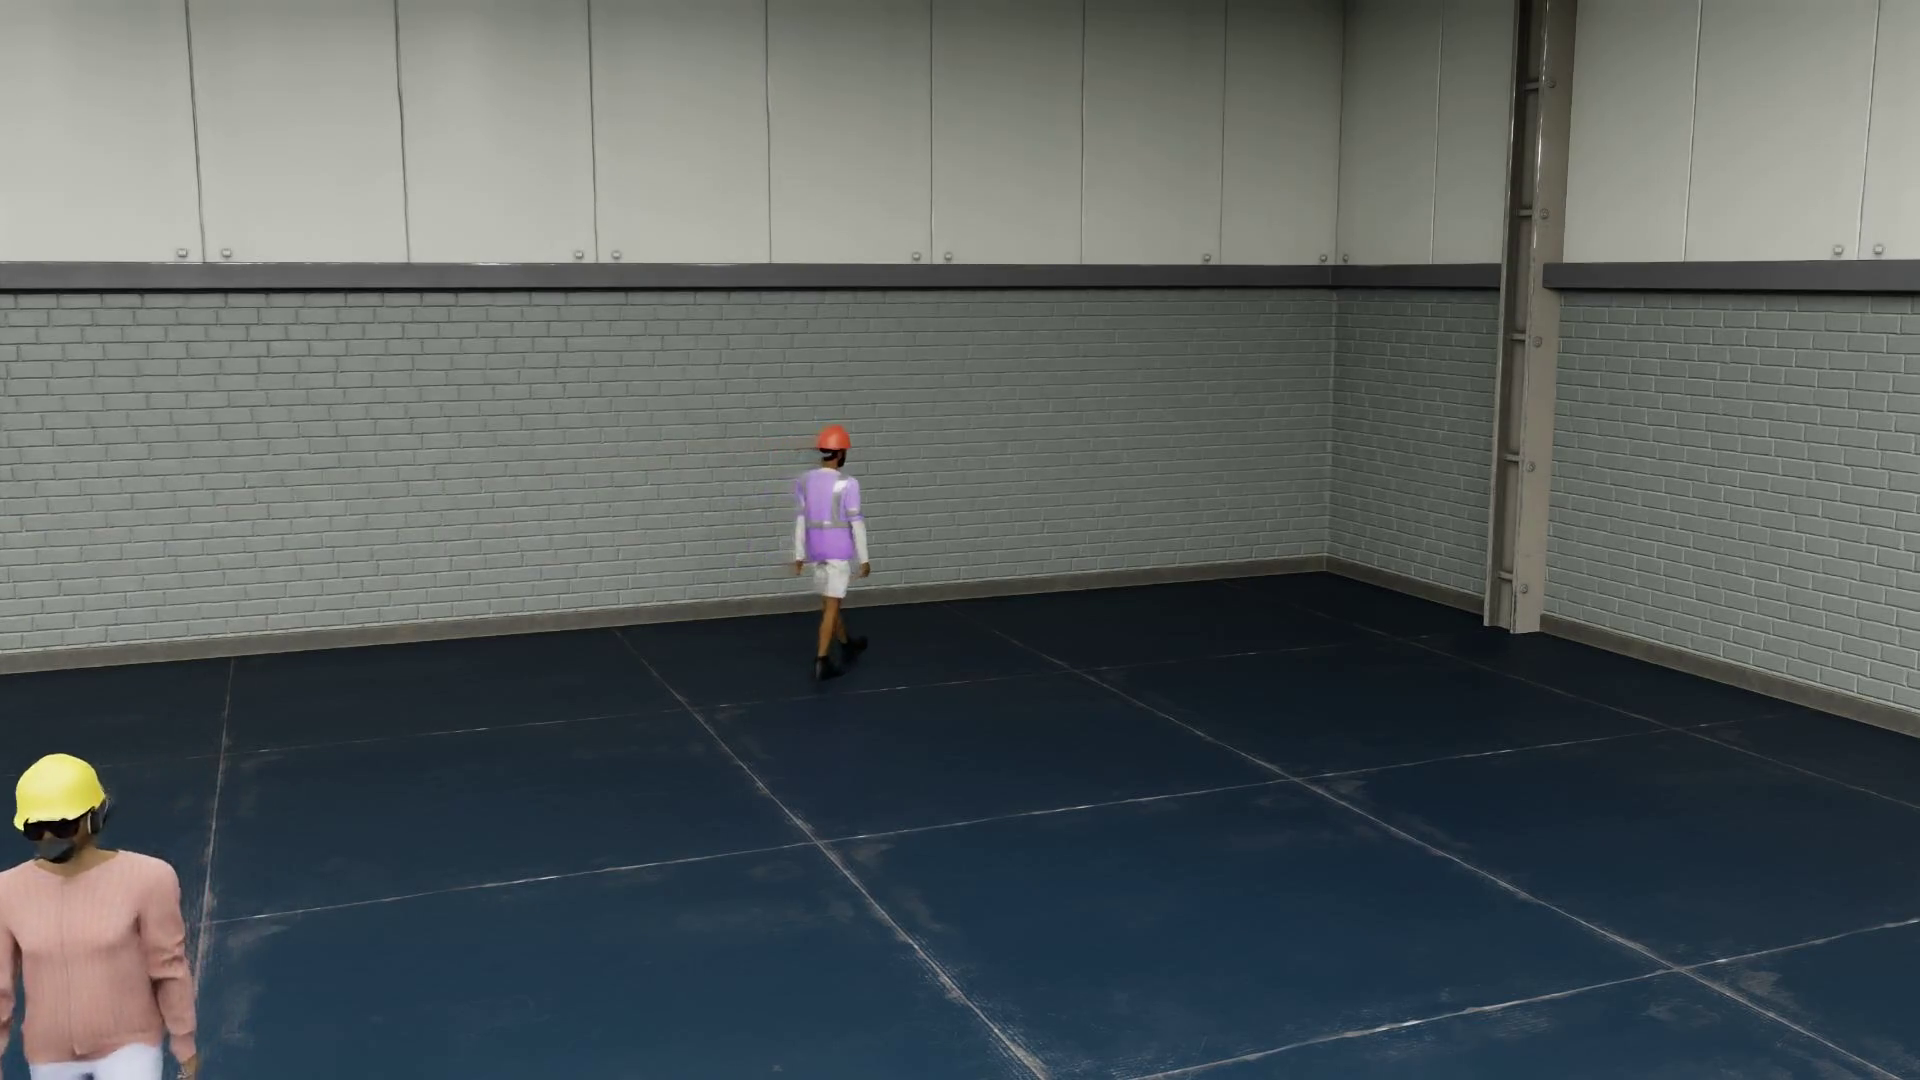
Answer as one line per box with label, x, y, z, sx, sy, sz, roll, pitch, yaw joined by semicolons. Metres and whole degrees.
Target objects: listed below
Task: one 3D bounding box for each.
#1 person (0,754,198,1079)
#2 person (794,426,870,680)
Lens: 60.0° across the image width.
person;-2.414;1.450;4.545;0.543;1.741;0.722;-1;9;-8
person;-0.911;0.078;12.693;0.574;1.895;0.885;6;11;34
